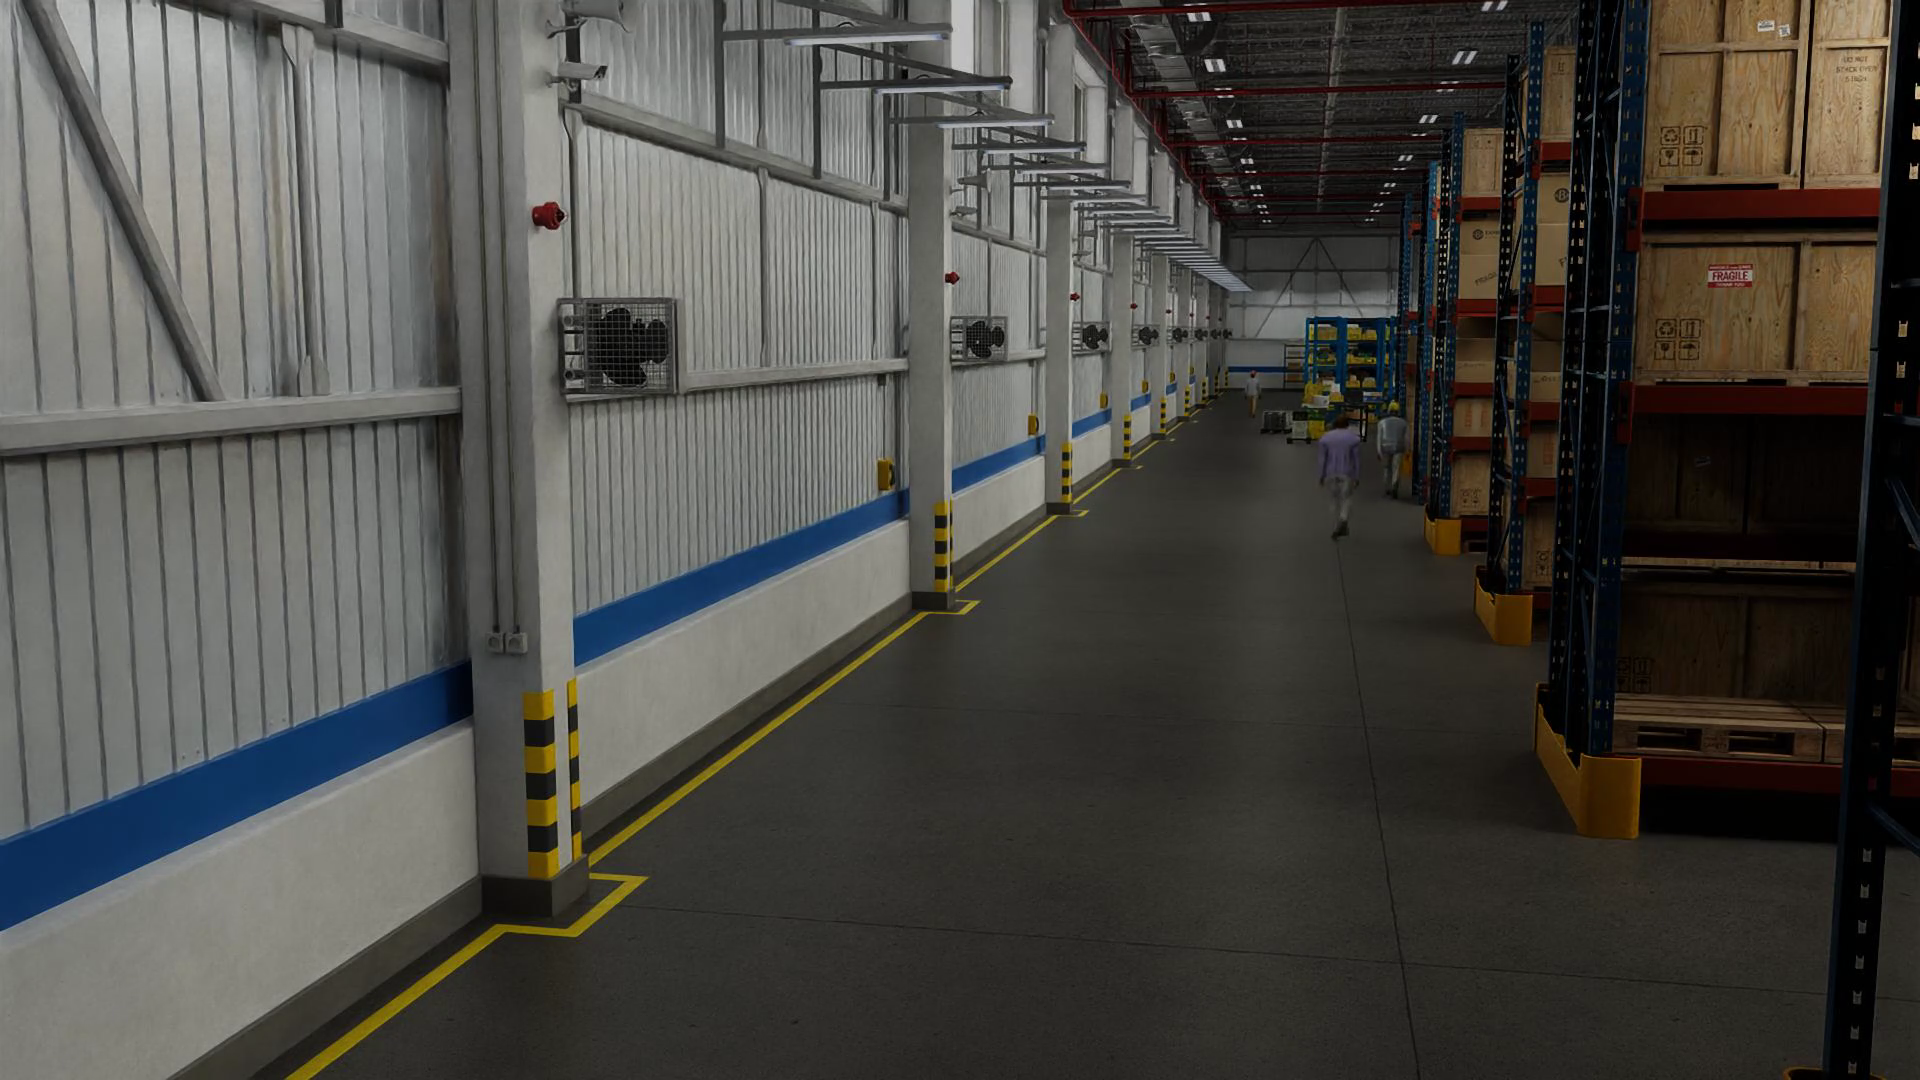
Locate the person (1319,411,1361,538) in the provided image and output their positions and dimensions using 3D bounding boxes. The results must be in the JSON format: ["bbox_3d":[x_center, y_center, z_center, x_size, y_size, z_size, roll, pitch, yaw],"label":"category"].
[{"bbox_3d":[5.723,-0.983,25.088,0.629,1.925,0.431,2,7,18],"label":"person"}]

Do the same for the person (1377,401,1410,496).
[{"bbox_3d":[8.155,-1.705,31.311,0.599,1.812,0.648,2,7,17],"label":"person"}]

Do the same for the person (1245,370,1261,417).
[{"bbox_3d":[10.634,-5.296,60.391,0.570,1.726,0.749,2,7,12],"label":"person"}]
